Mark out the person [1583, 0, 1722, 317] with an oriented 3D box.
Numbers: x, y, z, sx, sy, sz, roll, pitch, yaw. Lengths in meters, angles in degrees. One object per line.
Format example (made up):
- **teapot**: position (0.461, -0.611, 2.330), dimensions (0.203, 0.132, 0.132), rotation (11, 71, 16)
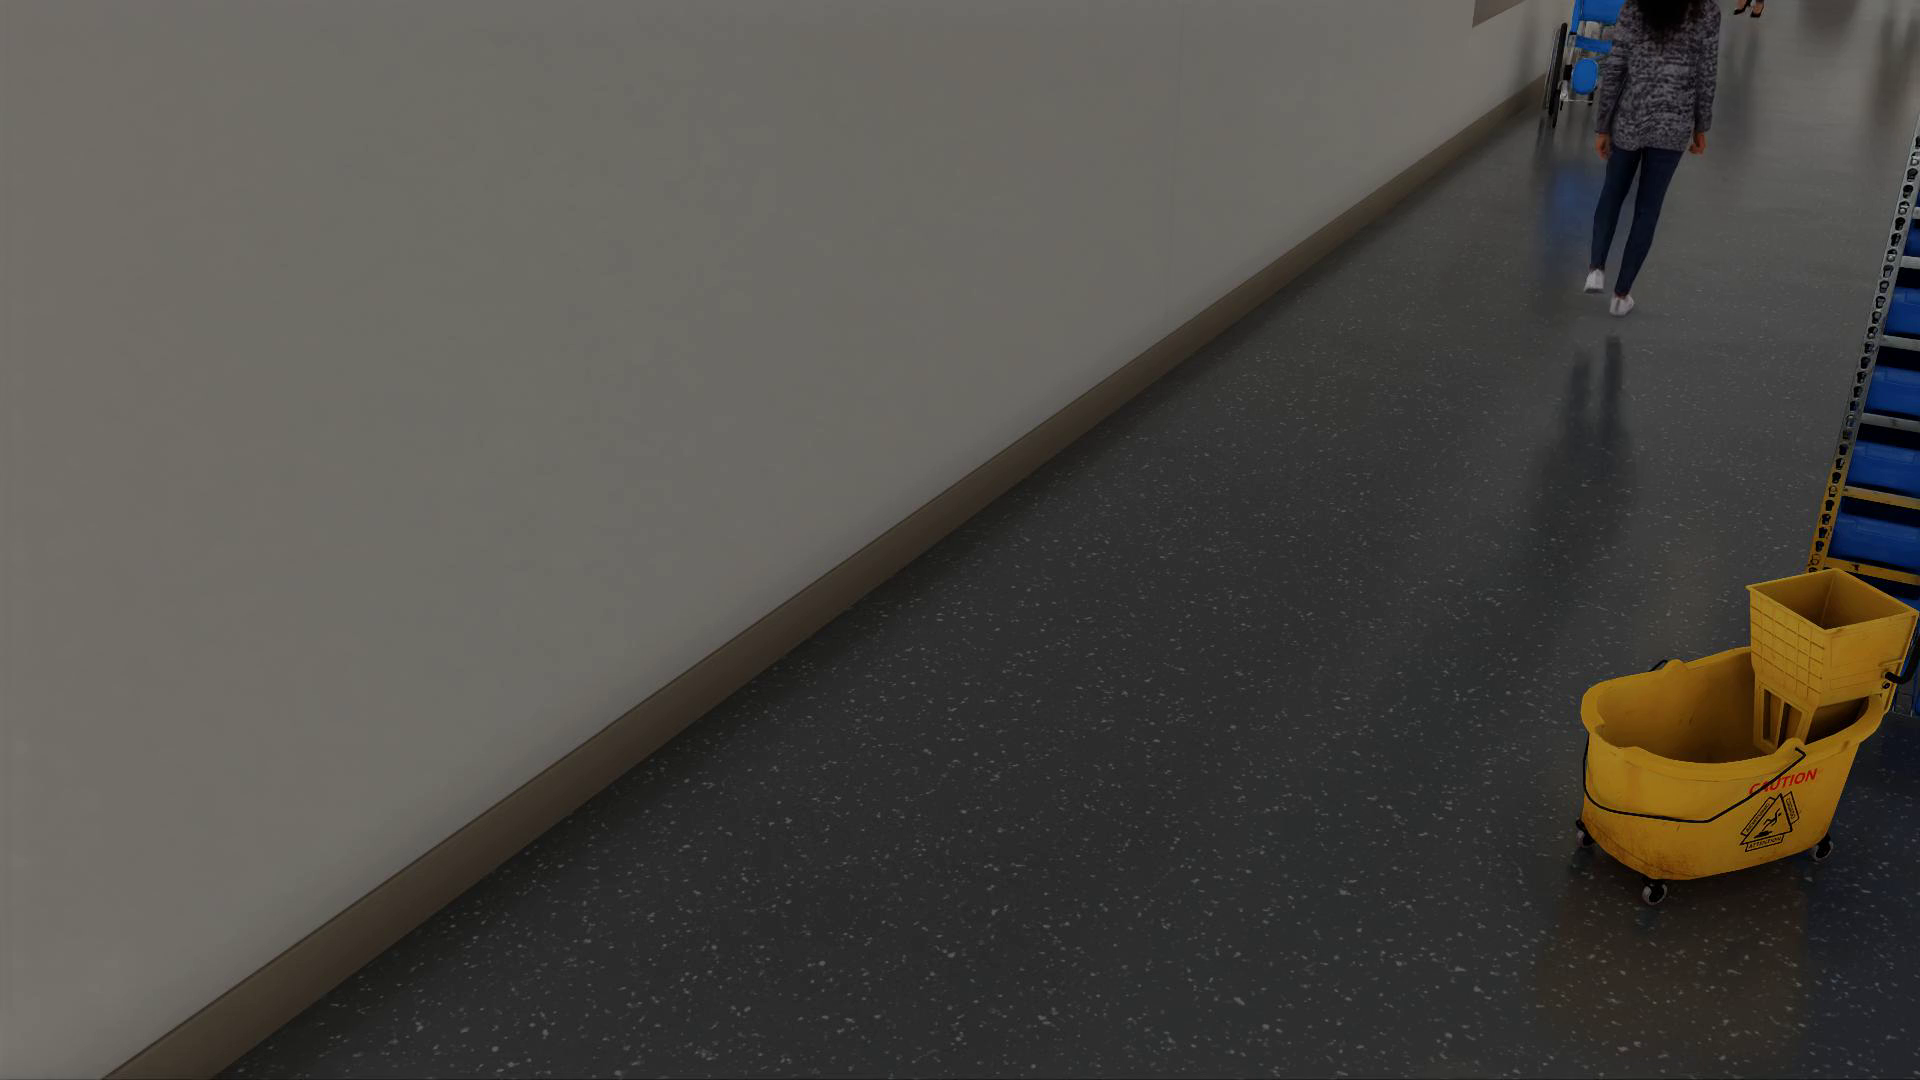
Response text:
- **person**: position (3.094, -1.840, 7.501), dimensions (0.512, 1.716, 0.681), rotation (15, 30, 29)
